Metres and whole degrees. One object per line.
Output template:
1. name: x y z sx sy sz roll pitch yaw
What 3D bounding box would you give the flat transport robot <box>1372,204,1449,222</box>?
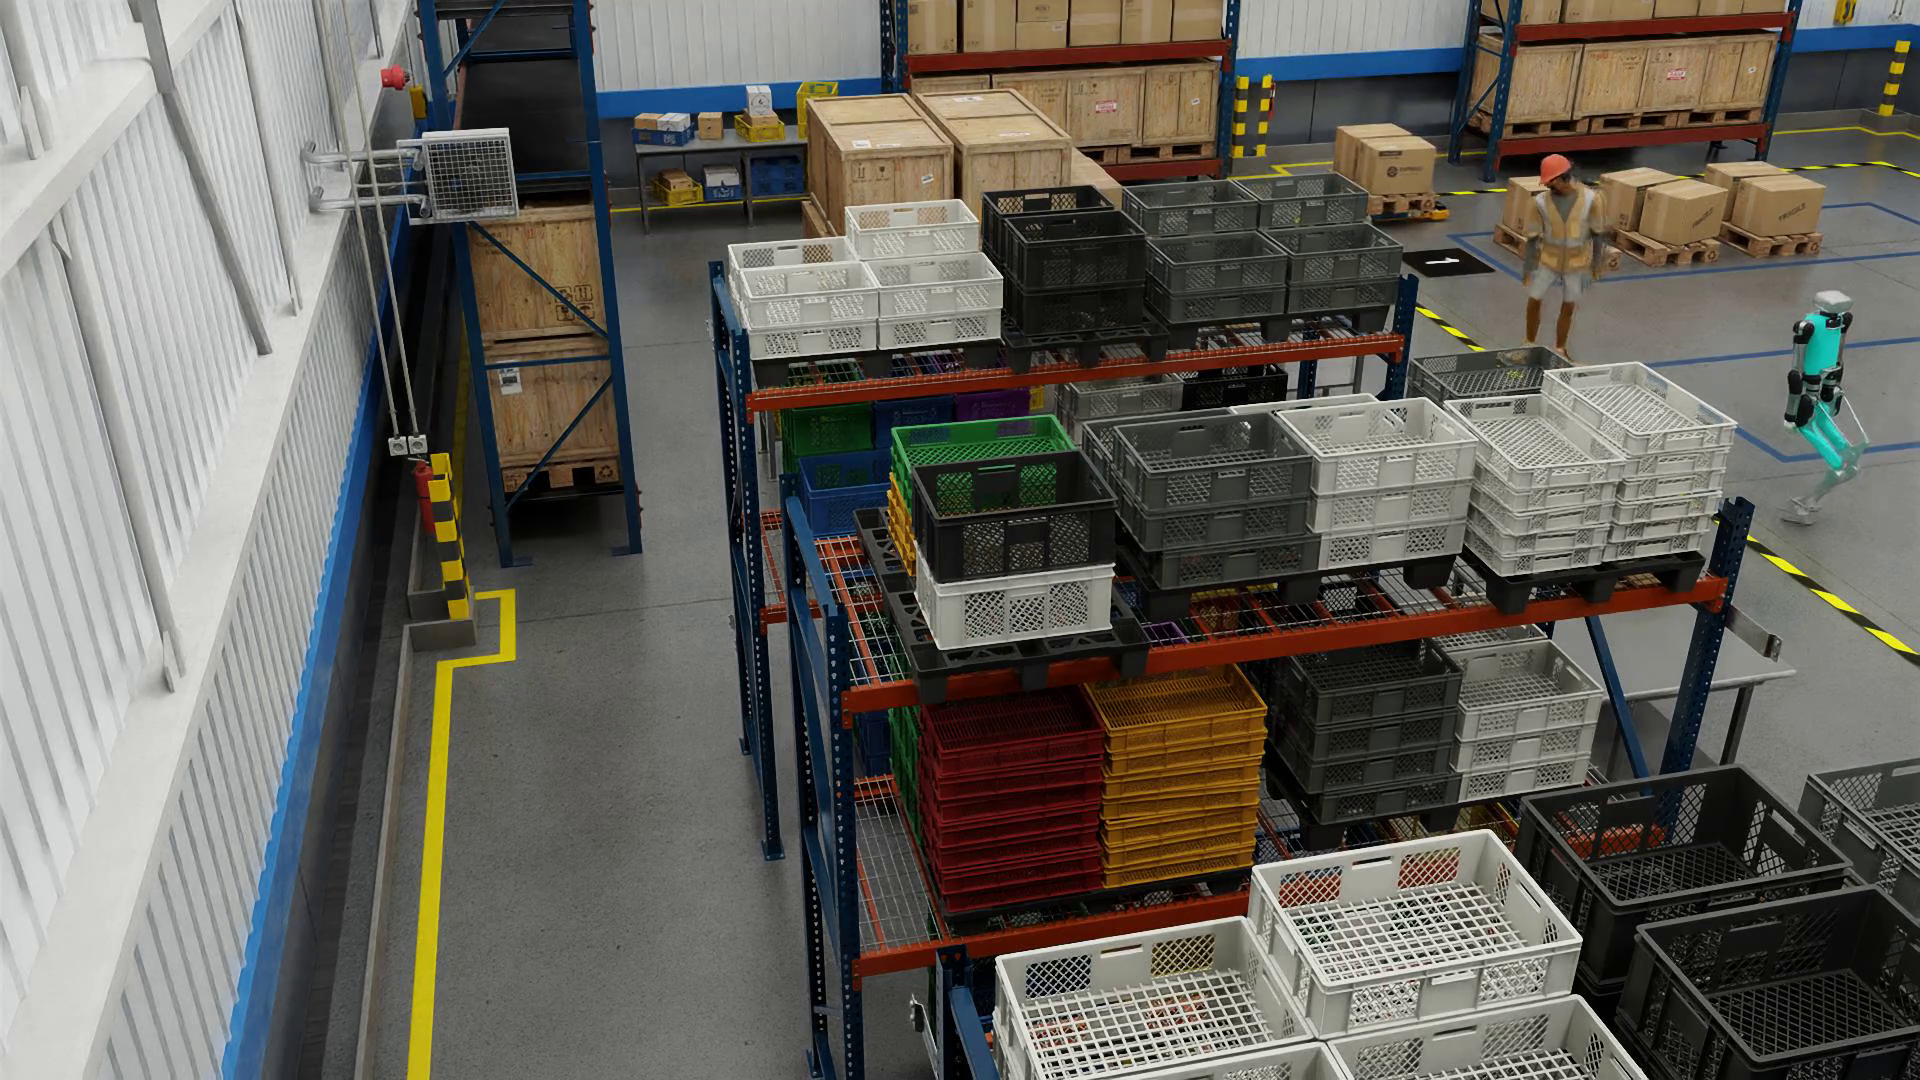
1. flat transport robot: 4.902 -3.888 19.393 1.431 0.197 0.652 -6 28 -12

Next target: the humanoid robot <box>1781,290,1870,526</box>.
1. humanoid robot: 6.372 -0.865 12.126 0.539 1.797 0.800 -14 31 -25

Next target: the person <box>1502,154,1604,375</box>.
1. person: 5.385 -2.443 14.856 0.721 1.987 0.379 9 29 17

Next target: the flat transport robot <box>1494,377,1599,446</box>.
1. flat transport robot: 4.780 -1.036 14.013 0.659 0.231 1.431 -6 28 -12
